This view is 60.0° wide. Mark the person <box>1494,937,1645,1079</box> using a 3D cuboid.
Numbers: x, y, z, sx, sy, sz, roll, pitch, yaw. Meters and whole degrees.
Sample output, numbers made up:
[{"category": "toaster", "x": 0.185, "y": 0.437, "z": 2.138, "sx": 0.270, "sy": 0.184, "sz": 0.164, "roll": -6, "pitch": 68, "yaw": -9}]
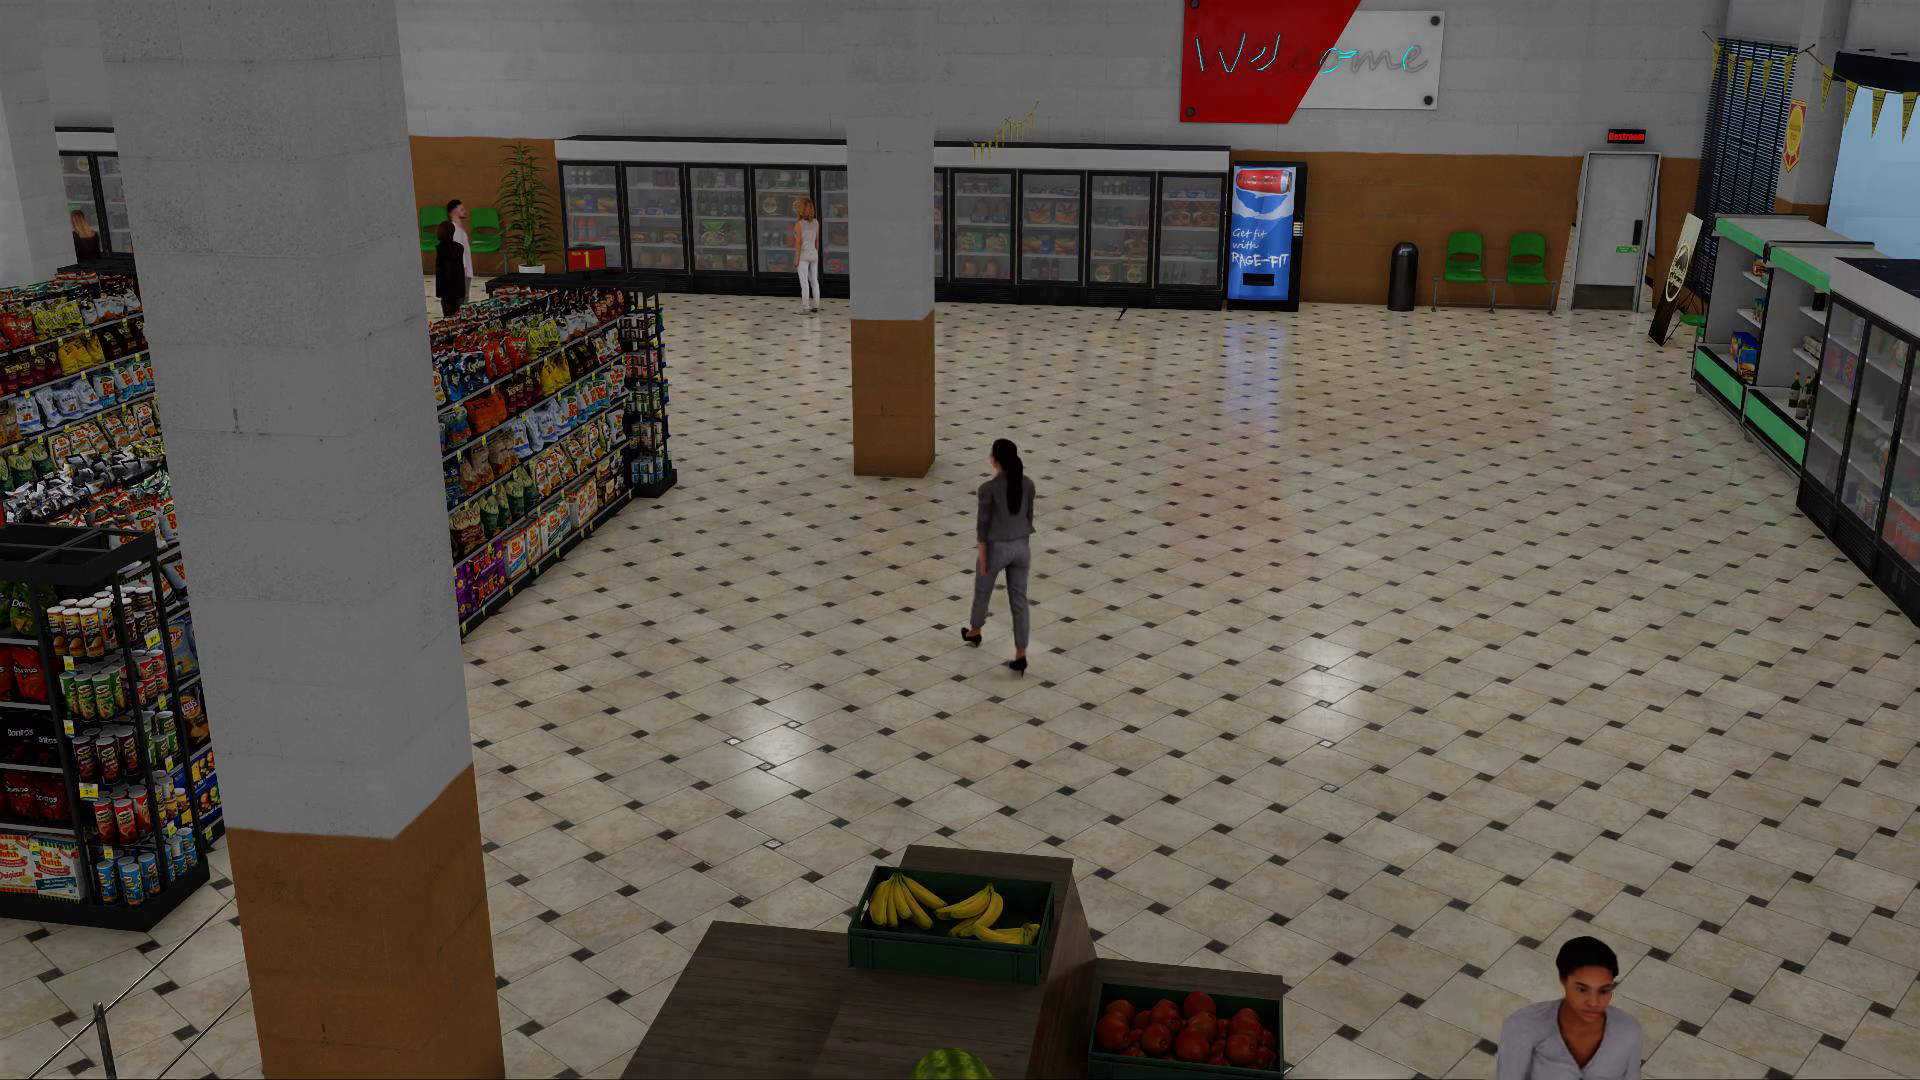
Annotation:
[{"category": "person", "x": 2.016, "y": 2.109, "z": 5.700, "sx": 0.652, "sy": 1.623, "sz": 1.116, "roll": 3, "pitch": 19, "yaw": 10}]

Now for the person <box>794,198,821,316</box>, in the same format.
[{"category": "person", "x": -2.205, "y": -4.100, "z": 24.040, "sx": 0.736, "sy": 1.671, "sz": 0.642, "roll": 17, "pitch": 25, "yaw": 41}]

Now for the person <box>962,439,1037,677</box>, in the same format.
[{"category": "person", "x": 0.357, "y": 0.153, "z": 11.471, "sx": 0.965, "sy": 1.644, "sz": 1.102, "roll": -8, "pitch": 20, "yaw": -22}]

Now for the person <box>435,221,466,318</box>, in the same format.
[{"category": "person", "x": -6.317, "y": -3.072, "z": 20.749, "sx": 0.838, "sy": 1.825, "sz": 0.676, "roll": -3, "pitch": 19, "yaw": -9}]

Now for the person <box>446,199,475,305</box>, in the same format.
[{"category": "person", "x": -6.780, "y": -3.710, "z": 22.617, "sx": 0.809, "sy": 1.840, "sz": 0.671, "roll": -6, "pitch": 19, "yaw": -16}]

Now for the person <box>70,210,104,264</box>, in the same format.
[{"category": "person", "x": -11.841, "y": -3.626, "z": 22.584, "sx": 0.733, "sy": 1.703, "sz": 0.599, "roll": 13, "pitch": 23, "yaw": 34}]

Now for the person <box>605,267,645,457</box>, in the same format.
[{"category": "person", "x": -3.370, "y": -1.742, "z": 16.563, "sx": 0.905, "sy": 1.980, "sz": 0.707, "roll": 9, "pitch": 21, "yaw": 26}]
